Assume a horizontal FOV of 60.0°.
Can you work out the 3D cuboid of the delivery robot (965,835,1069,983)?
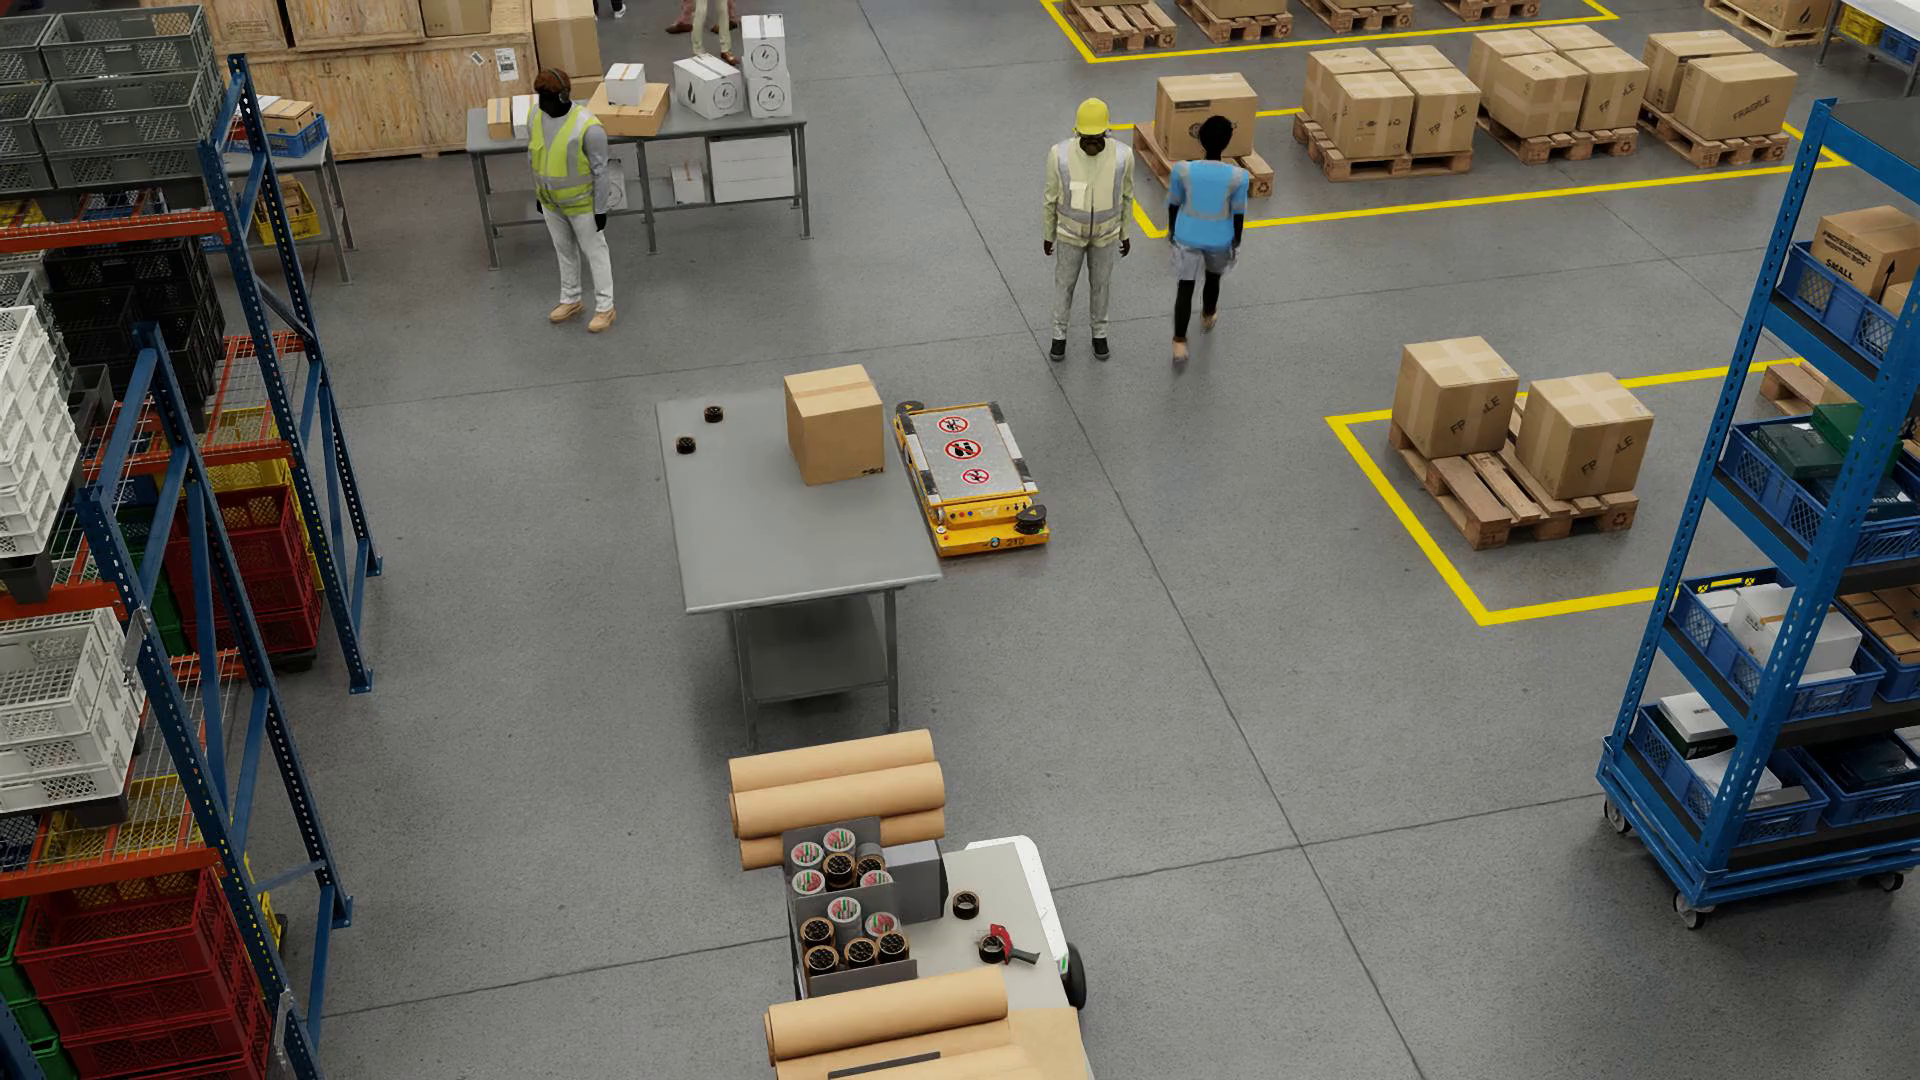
[{"bbox_3d":[0.225,1.590,7.082,0.477,0.478,0.707,-7,37,-9],"label":"delivery robot"}]

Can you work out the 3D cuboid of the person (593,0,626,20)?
[{"bbox_3d":[-3.618,-6.099,16.356,0.590,1.922,0.392,-9,38,-11],"label":"person"}]

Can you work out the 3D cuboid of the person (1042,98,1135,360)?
[{"bbox_3d":[0.840,-2.036,10.967,0.600,1.830,0.404,-1,37,-1],"label":"person"}]

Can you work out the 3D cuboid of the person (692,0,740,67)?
[{"bbox_3d":[-2.288,-5.252,15.276,0.544,1.858,0.335,-19,41,-24],"label":"person"}]

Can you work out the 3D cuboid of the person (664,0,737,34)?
[{"bbox_3d":[-2.559,-5.776,15.952,0.834,1.876,0.658,-27,44,-32],"label":"person"}]

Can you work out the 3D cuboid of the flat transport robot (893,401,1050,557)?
[{"bbox_3d":[0.046,-0.430,10.108,0.652,0.197,1.431,-8,37,-10],"label":"flat transport robot"}]

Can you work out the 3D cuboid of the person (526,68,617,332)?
[{"bbox_3d":[-2.659,-2.311,11.330,0.625,1.844,0.429,17,40,21],"label":"person"}]

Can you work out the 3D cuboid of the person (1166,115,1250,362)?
[{"bbox_3d":[1.624,-2.015,11.088,0.539,1.660,0.861,6,37,9],"label":"person"}]
